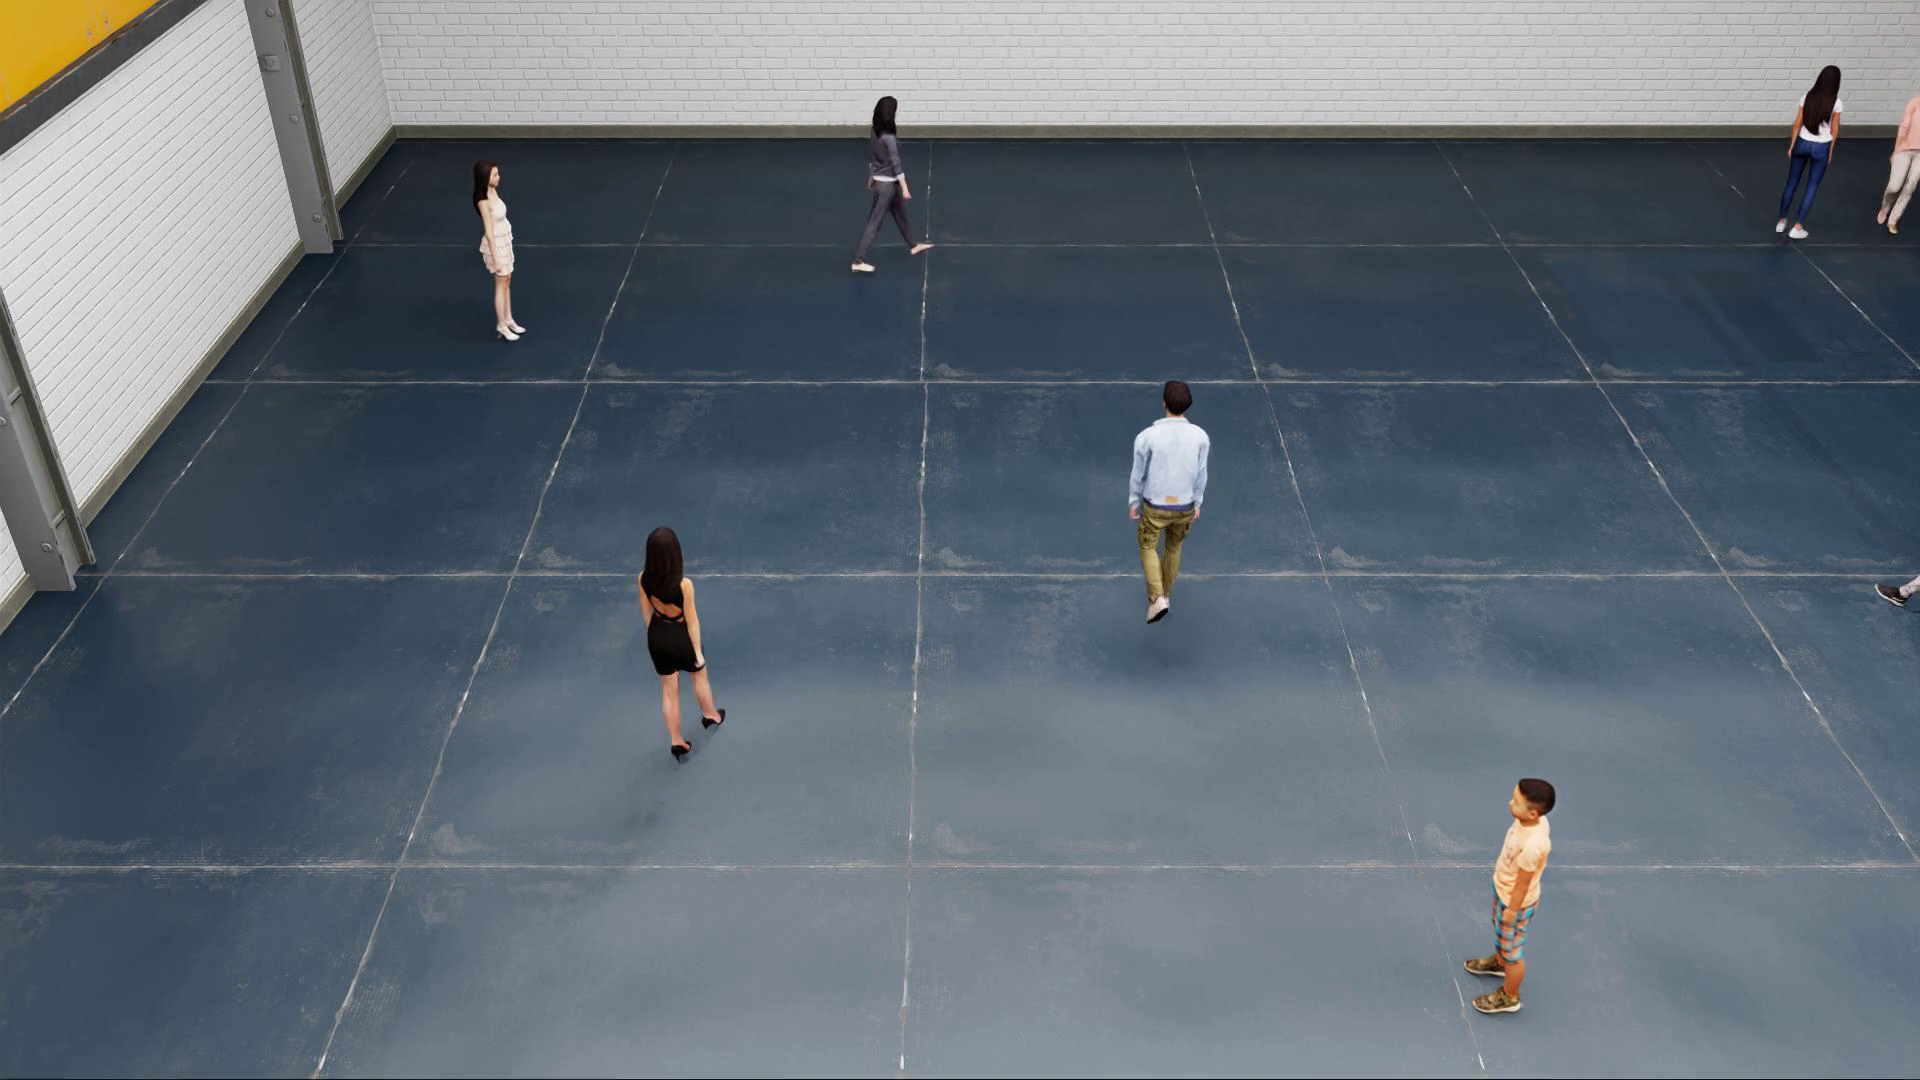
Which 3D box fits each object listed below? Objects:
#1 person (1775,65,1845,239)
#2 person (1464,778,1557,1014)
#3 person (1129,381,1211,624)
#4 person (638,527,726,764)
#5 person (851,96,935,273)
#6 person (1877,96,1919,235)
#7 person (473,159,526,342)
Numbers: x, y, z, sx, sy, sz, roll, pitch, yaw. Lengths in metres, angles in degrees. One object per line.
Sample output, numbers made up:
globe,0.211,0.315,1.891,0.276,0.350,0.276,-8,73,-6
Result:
person,8.703,-3.971,17.026,0.775,1.775,0.713,-28,43,-35
person,2.888,1.815,8.607,0.620,1.458,0.454,4,34,7
person,1.429,-0.206,11.341,0.722,1.798,0.948,-2,34,-3
person,-1.776,0.692,10.137,0.732,1.635,0.851,11,35,16
person,-0.810,-3.427,16.266,1.049,1.711,1.204,-16,37,-22
person,9.833,-4.027,17.164,0.680,1.715,0.718,9,35,13
person,-4.195,-2.618,15.026,0.630,1.736,0.447,-1,34,-1
